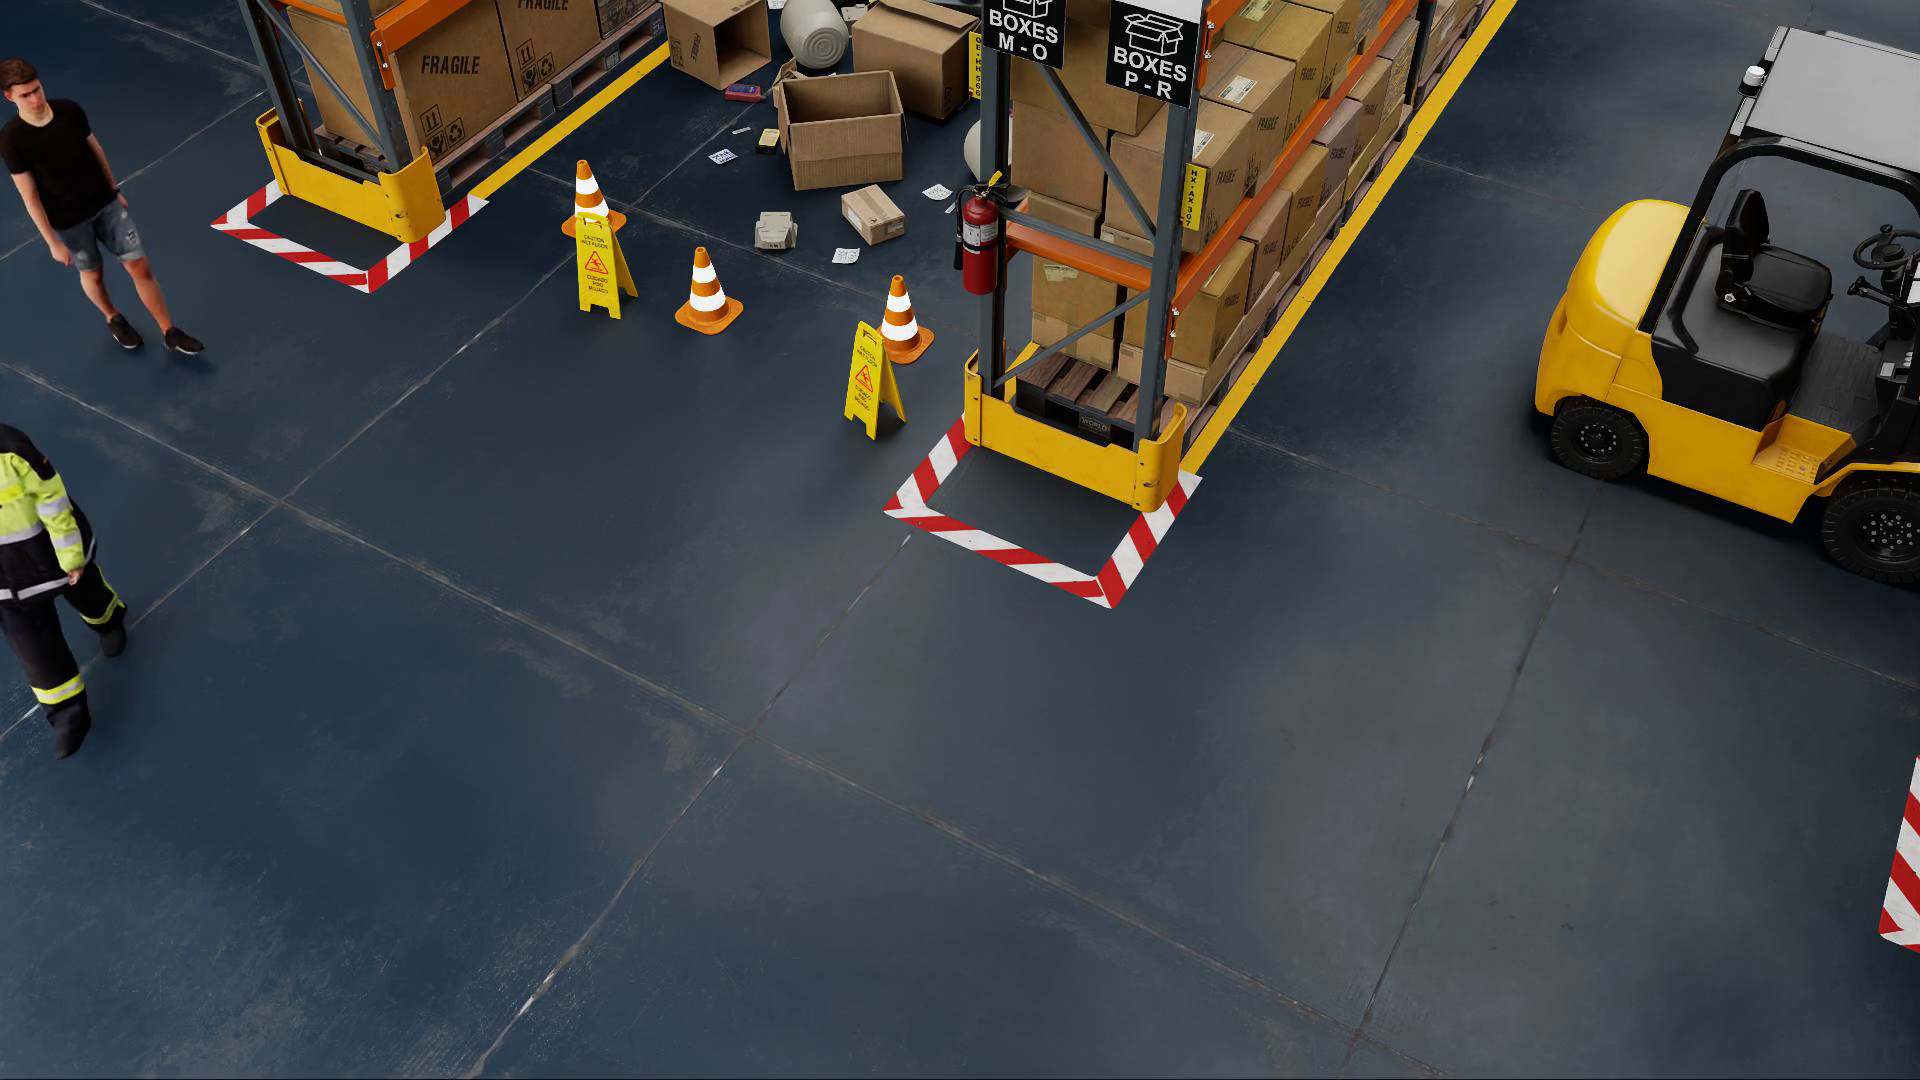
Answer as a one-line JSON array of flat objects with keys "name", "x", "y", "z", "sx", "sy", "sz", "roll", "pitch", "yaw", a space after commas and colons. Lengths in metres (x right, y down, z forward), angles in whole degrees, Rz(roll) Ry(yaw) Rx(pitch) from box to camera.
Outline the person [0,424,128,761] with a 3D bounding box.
[{"name": "person", "x": -4.095, "y": -0.051, "z": 7.300, "sx": 1.273, "sy": 1.935, "sz": 1.302, "roll": -14, "pitch": 49, "yaw": -13}]

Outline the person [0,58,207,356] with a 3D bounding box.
[{"name": "person", "x": -4.801, "y": -1.805, "z": 8.996, "sx": 0.832, "sy": 1.826, "sz": 0.927, "roll": 30, "pitch": 54, "yaw": 25}]
